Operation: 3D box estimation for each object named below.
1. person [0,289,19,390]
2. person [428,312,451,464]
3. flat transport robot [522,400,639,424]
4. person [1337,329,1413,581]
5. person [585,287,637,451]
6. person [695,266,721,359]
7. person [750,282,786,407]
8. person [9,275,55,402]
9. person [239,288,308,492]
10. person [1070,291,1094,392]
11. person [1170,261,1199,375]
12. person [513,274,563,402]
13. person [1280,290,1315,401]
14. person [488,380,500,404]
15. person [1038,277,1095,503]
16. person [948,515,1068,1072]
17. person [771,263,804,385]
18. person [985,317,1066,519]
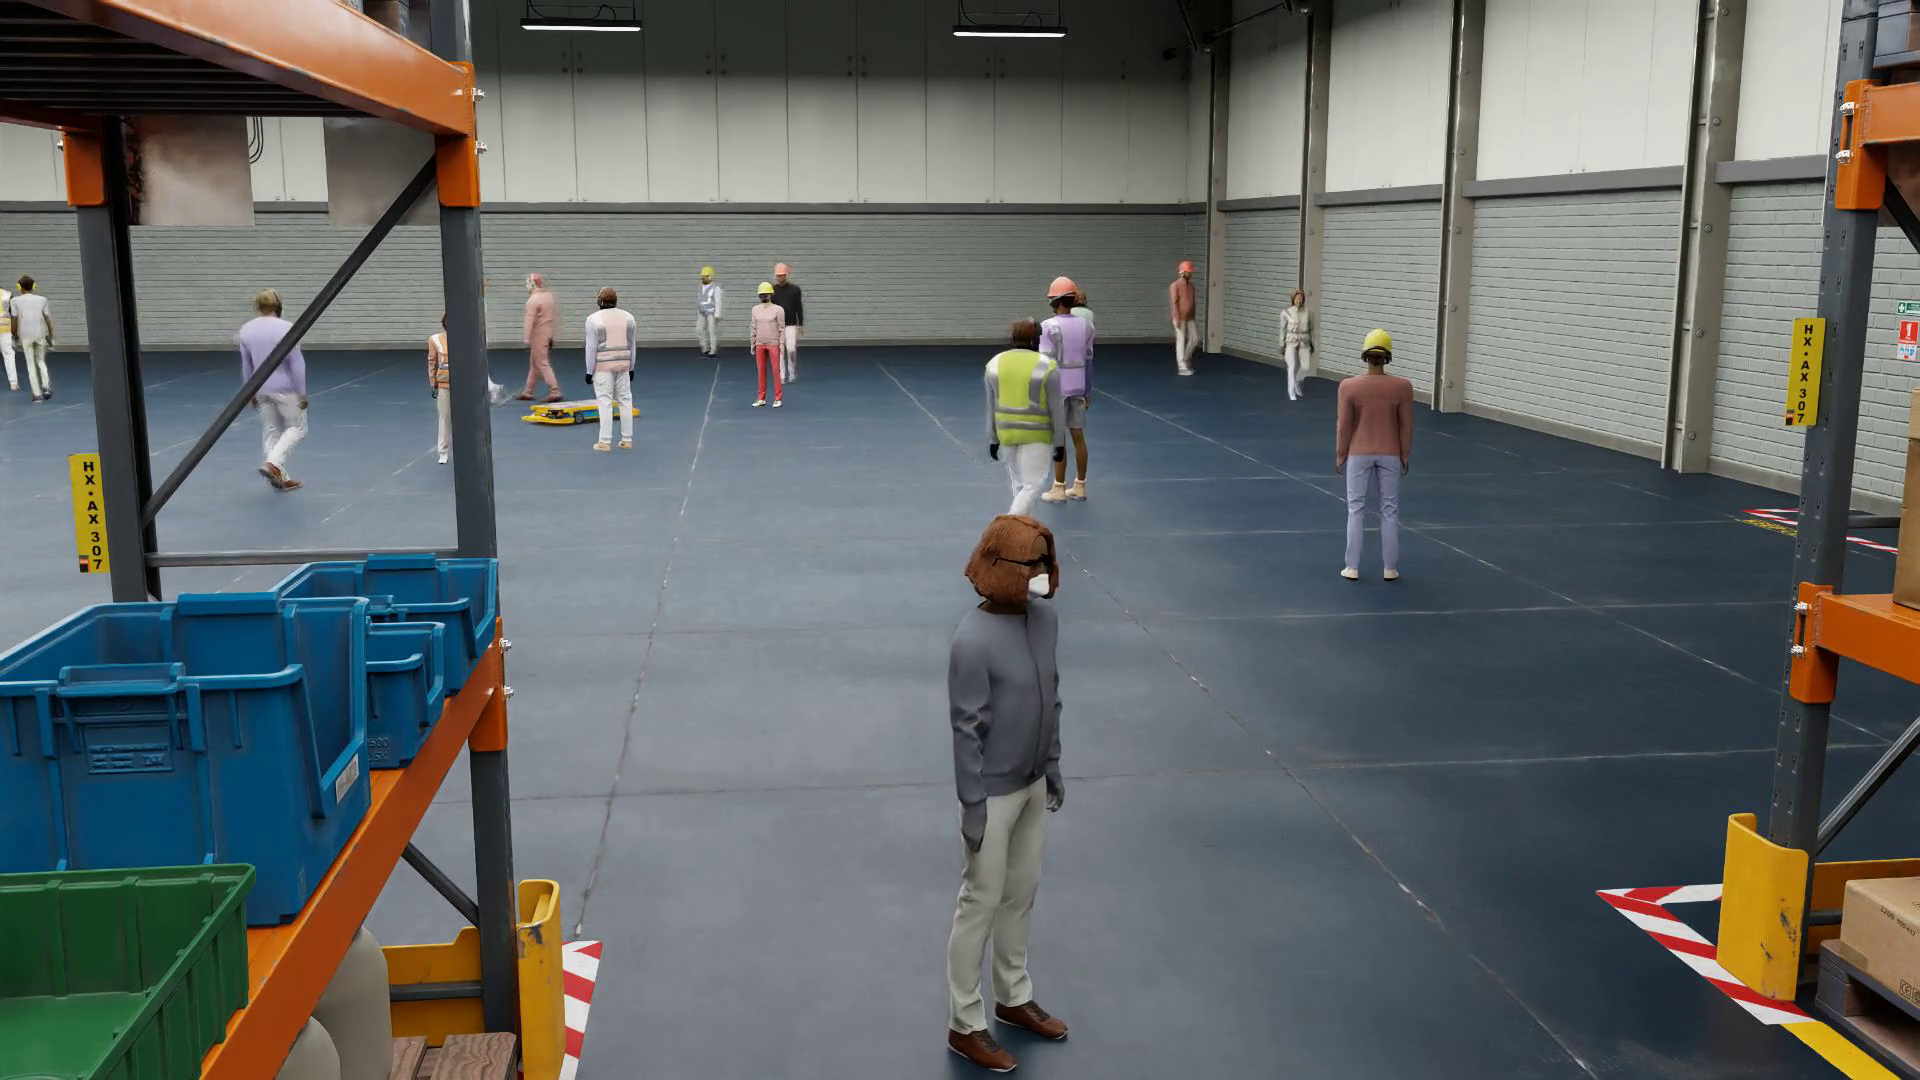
[{"bbox_3d":[-15.156,-3.271,26.149,0.620,1.845,0.430,-6,12,-30],"label":"person"},{"bbox_3d":[-5.389,-1.632,17.717,0.513,1.641,0.309,-4,11,-22],"label":"person"},{"bbox_3d":[-4.972,-1.696,21.822,0.652,0.197,1.431,7,13,35],"label":"flat transport robot"},{"bbox_3d":[2.891,-0.585,11.638,0.522,1.768,0.312,1,10,8],"label":"person"},{"bbox_3d":[-3.951,-1.924,18.768,0.622,1.845,0.429,-9,13,-39],"label":"person"},{"bbox_3d":[-4.975,-4.452,32.676,0.619,1.819,0.497,7,13,34],"label":"person"},{"bbox_3d":[-2.728,-2.757,23.541,0.533,1.768,0.310,3,11,18],"label":"person"},{"bbox_3d":[-13.591,-2.944,24.357,0.524,1.850,0.524,10,14,42],"label":"person"},{"bbox_3d":[-6.427,-1.387,15.584,0.645,1.929,0.538,3,11,16],"label":"person"},{"bbox_3d":[1.783,-2.957,25.122,0.507,1.587,0.859,2,11,13],"label":"person"},{"bbox_3d":[3.925,-3.867,29.013,0.641,1.988,0.457,-9,14,-40],"label":"person"},{"bbox_3d":[-6.179,-2.940,24.258,0.742,1.885,0.674,1,10,7],"label":"person"},{"bbox_3d":[4.966,-2.861,24.487,0.534,1.623,0.370,-1,10,-5],"label":"person"},{"bbox_3d":[-6.907,-2.767,23.373,0.799,1.861,0.585,-6,12,-29],"label":"person"},{"bbox_3d":[0.928,-1.354,15.089,0.609,2.043,0.397,-7,13,-35],"label":"person"},{"bbox_3d":[0.141,0.723,4.851,0.281,1.624,0.493,7,12,32],"label":"person"},{"bbox_3d":[-2.877,-3.504,27.036,0.651,1.979,0.435,1,10,5],"label":"person"},{"bbox_3d":[0.474,-0.766,12.516,0.630,1.813,0.835,6,12,31],"label":"person"}]
